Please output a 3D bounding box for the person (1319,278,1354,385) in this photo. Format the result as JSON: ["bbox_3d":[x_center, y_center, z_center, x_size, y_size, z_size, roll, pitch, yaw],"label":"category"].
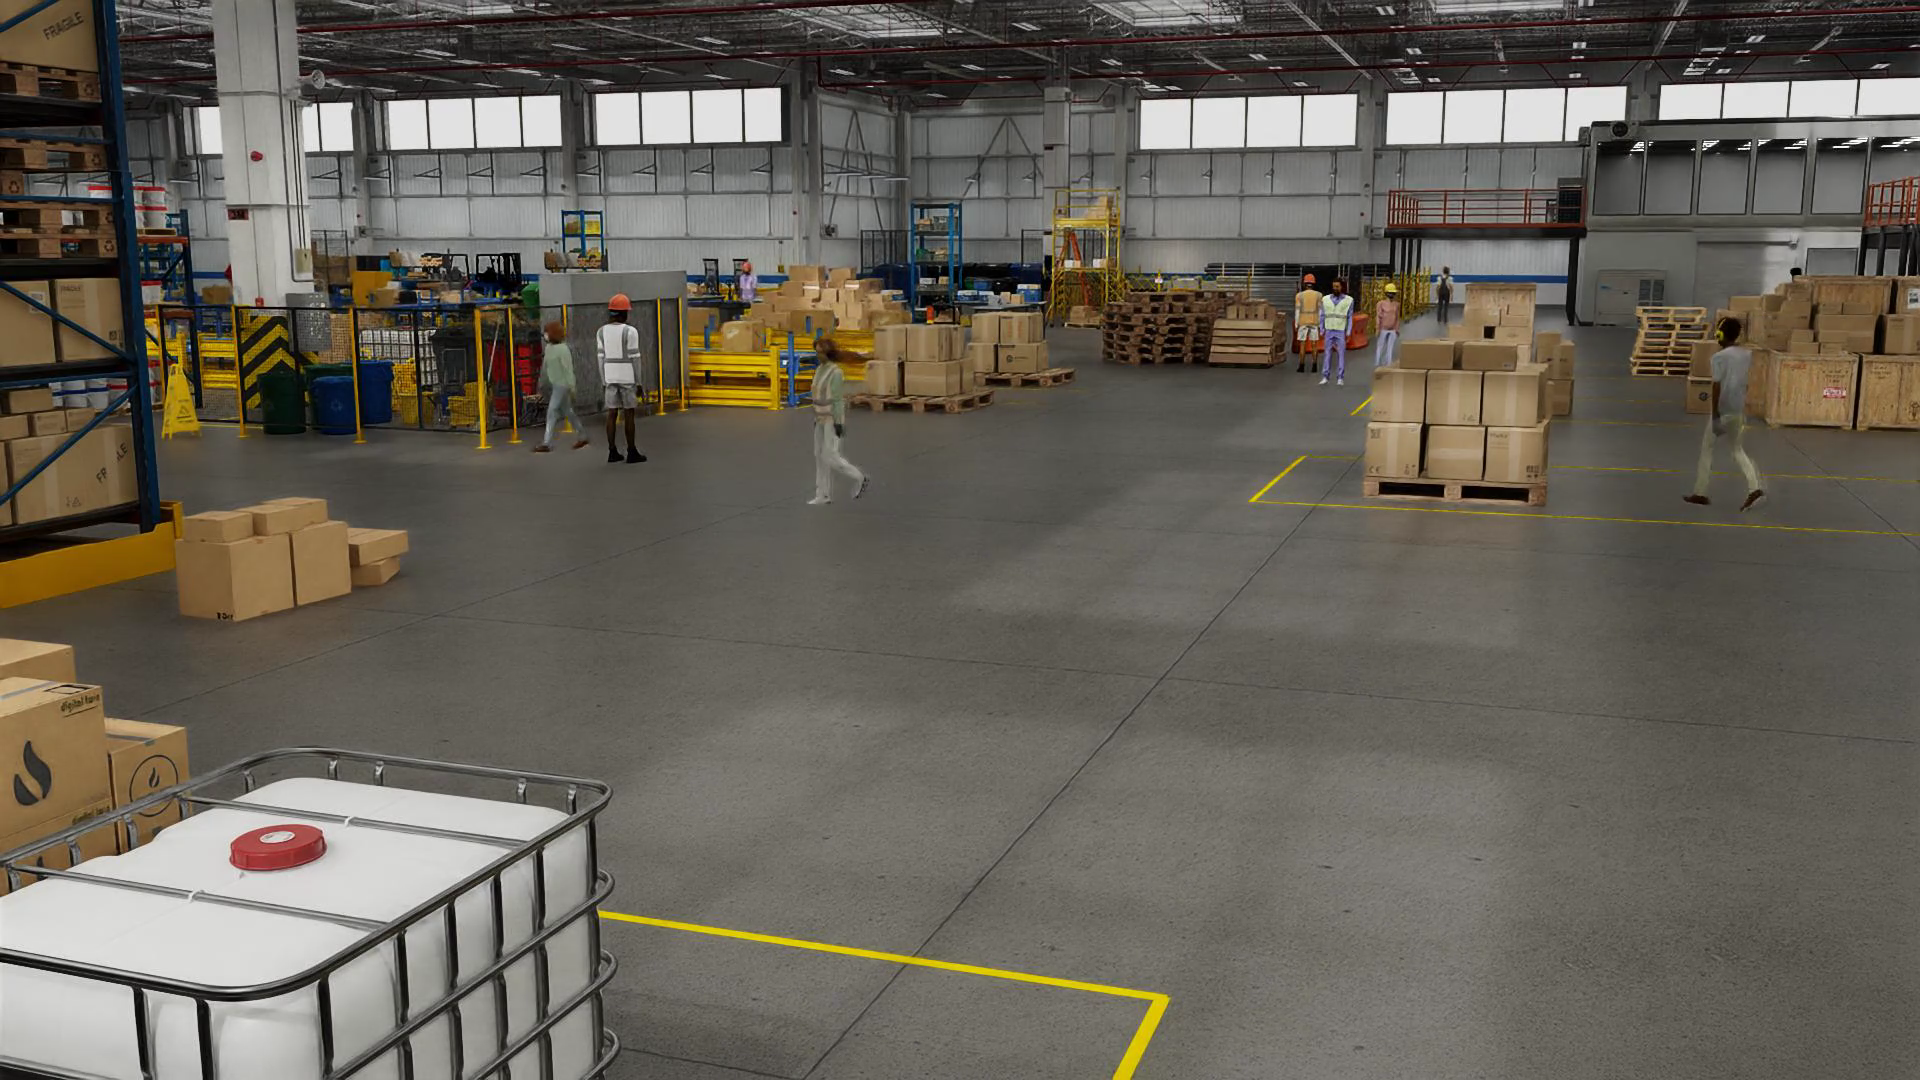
[{"bbox_3d":[6.740,-3.735,29.817,0.592,1.920,0.392,4,11,23],"label":"person"}]

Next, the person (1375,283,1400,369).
[{"bbox_3d":[8.186,-4.014,31.811,0.523,1.769,0.317,-4,11,-22],"label":"person"}]

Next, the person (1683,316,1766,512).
[{"bbox_3d":[7.315,-1.190,15.769,0.506,1.829,0.886,-3,10,-14],"label":"person"}]

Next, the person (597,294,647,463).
[{"bbox_3d":[-3.889,-1.847,19.129,0.545,1.938,0.362,4,11,21],"label":"person"}]

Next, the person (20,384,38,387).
[{"bbox_3d":[-11.979,-2.203,21.346,1.047,1.880,0.546,4,11,22],"label":"person"}]

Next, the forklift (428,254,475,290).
[{"bbox_3d":[-20.133,-10.254,65.465,1.157,1.987,2.680,3,11,19],"label":"forklift"}]

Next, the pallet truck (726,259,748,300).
[{"bbox_3d":[-7.986,-9.493,62.019,0.823,1.965,1.885,3,11,17],"label":"pallet truck"}]

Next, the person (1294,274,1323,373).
[{"bbox_3d":[6.836,-4.250,32.660,0.542,1.939,0.361,0,10,1],"label":"person"}]

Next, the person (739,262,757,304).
[{"bbox_3d":[-6.067,-6.931,47.542,0.601,2.018,0.460,4,11,23],"label":"person"}]

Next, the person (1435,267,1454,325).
[{"bbox_3d":[15.285,-7.678,52.409,0.549,1.808,0.740,6,12,29],"label":"person"}]

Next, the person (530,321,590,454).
[{"bbox_3d":[-4.862,-1.863,20.209,0.834,1.588,0.485,-7,12,-36],"label":"person"}]

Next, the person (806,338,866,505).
[{"bbox_3d":[-1.226,-1.138,16.036,0.494,1.624,0.515,-6,12,-30],"label":"person"}]

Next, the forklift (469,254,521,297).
[{"bbox_3d":[-17.990,-10.121,64.684,1.157,1.987,2.680,3,11,17],"label":"forklift"}]

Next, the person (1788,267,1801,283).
[{"bbox_3d":[20.034,-5.566,39.990,0.367,1.966,0.607,-1,10,-3],"label":"person"}]

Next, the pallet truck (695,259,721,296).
[{"bbox_3d":[-9.165,-9.627,62.776,0.823,1.965,1.885,4,11,23],"label":"pallet truck"}]
